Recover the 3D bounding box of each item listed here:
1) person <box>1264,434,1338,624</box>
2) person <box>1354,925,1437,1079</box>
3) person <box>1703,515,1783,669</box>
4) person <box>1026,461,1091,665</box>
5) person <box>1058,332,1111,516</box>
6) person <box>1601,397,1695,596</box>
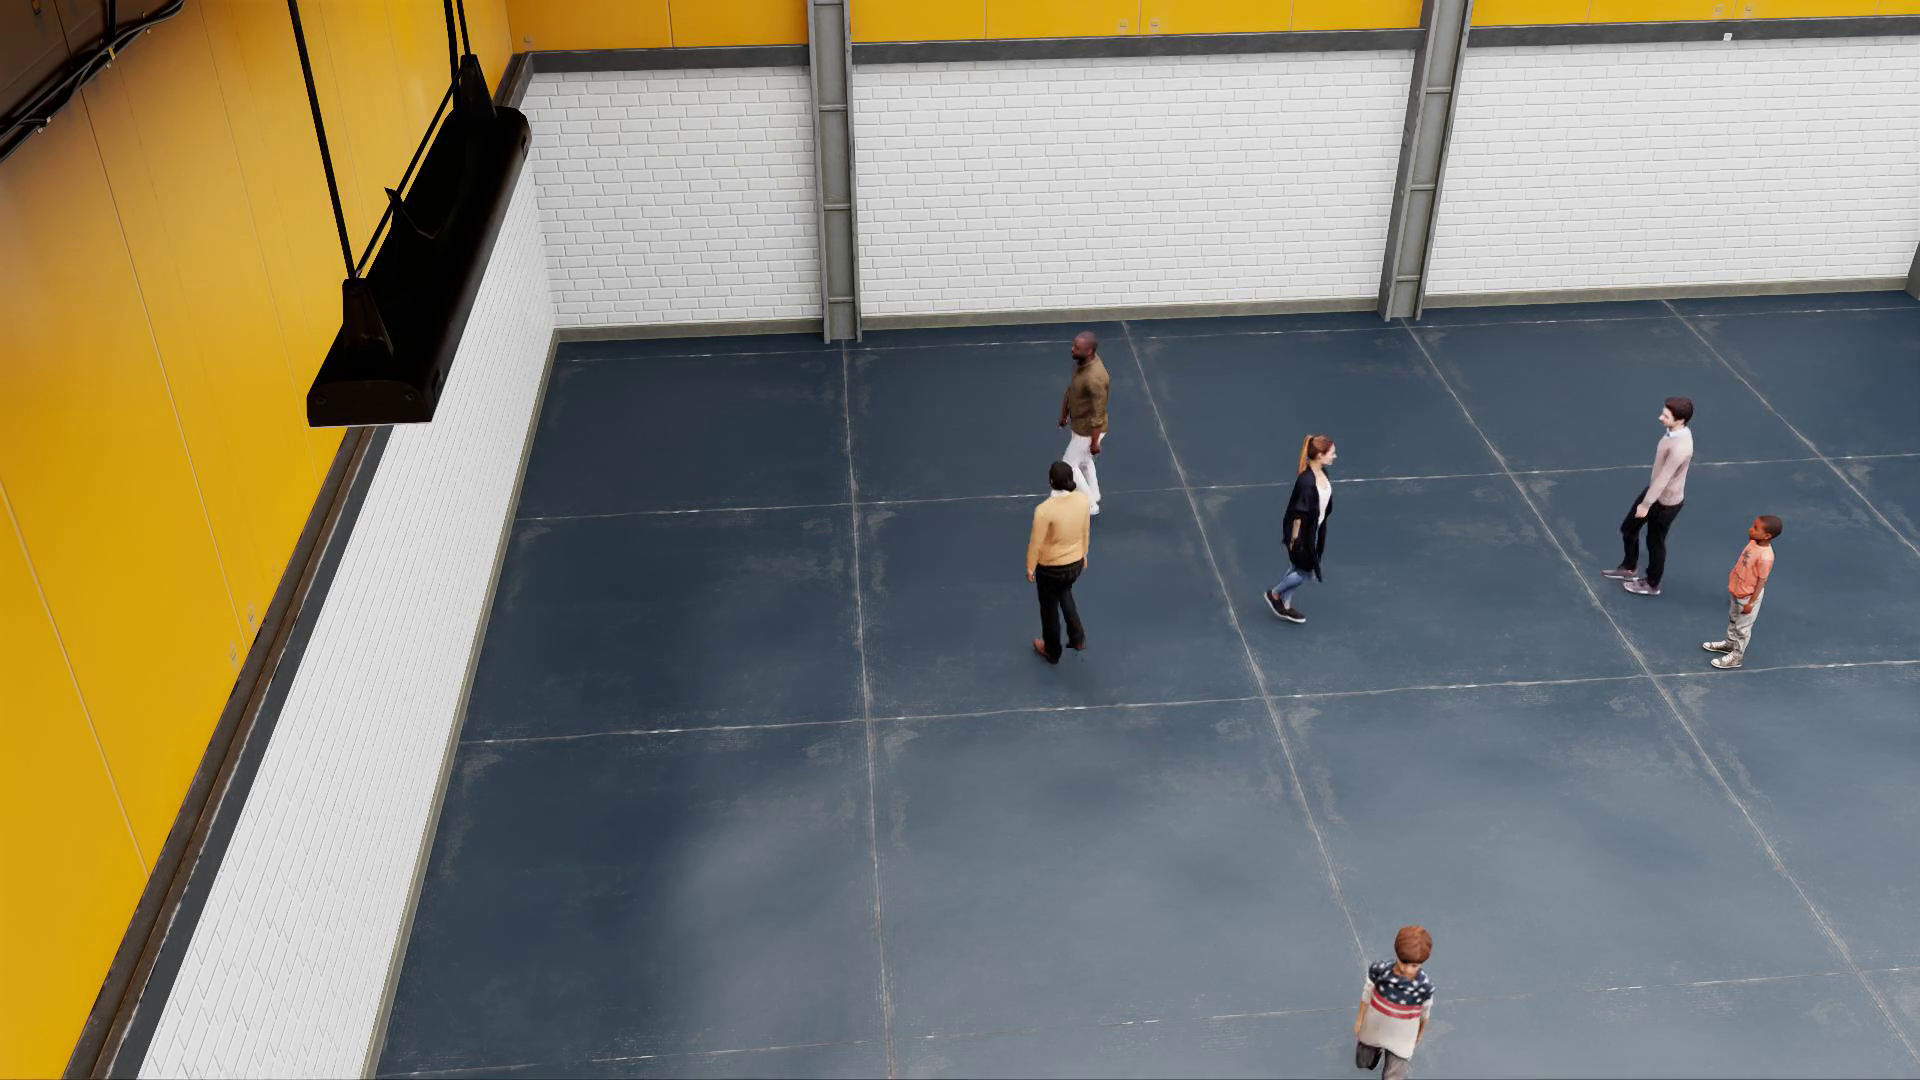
[{"bbox_3d":[2.590,-0.090,12.929,0.871,1.668,0.809,19,38,26],"label":"person"},{"bbox_3d":[2.359,2.606,9.091,0.835,1.427,0.821,15,36,21],"label":"person"},{"bbox_3d":[5.951,0.375,12.552,0.511,1.310,0.528,3,34,5],"label":"person"},{"bbox_3d":[0.776,0.222,12.391,0.786,1.743,0.861,-22,39,-29],"label":"person"},{"bbox_3d":[1.146,-0.959,14.110,0.629,1.807,0.723,-4,34,-5],"label":"person"},{"bbox_3d":[5.634,-0.311,13.152,0.775,1.789,0.720,8,34,11],"label":"person"}]
